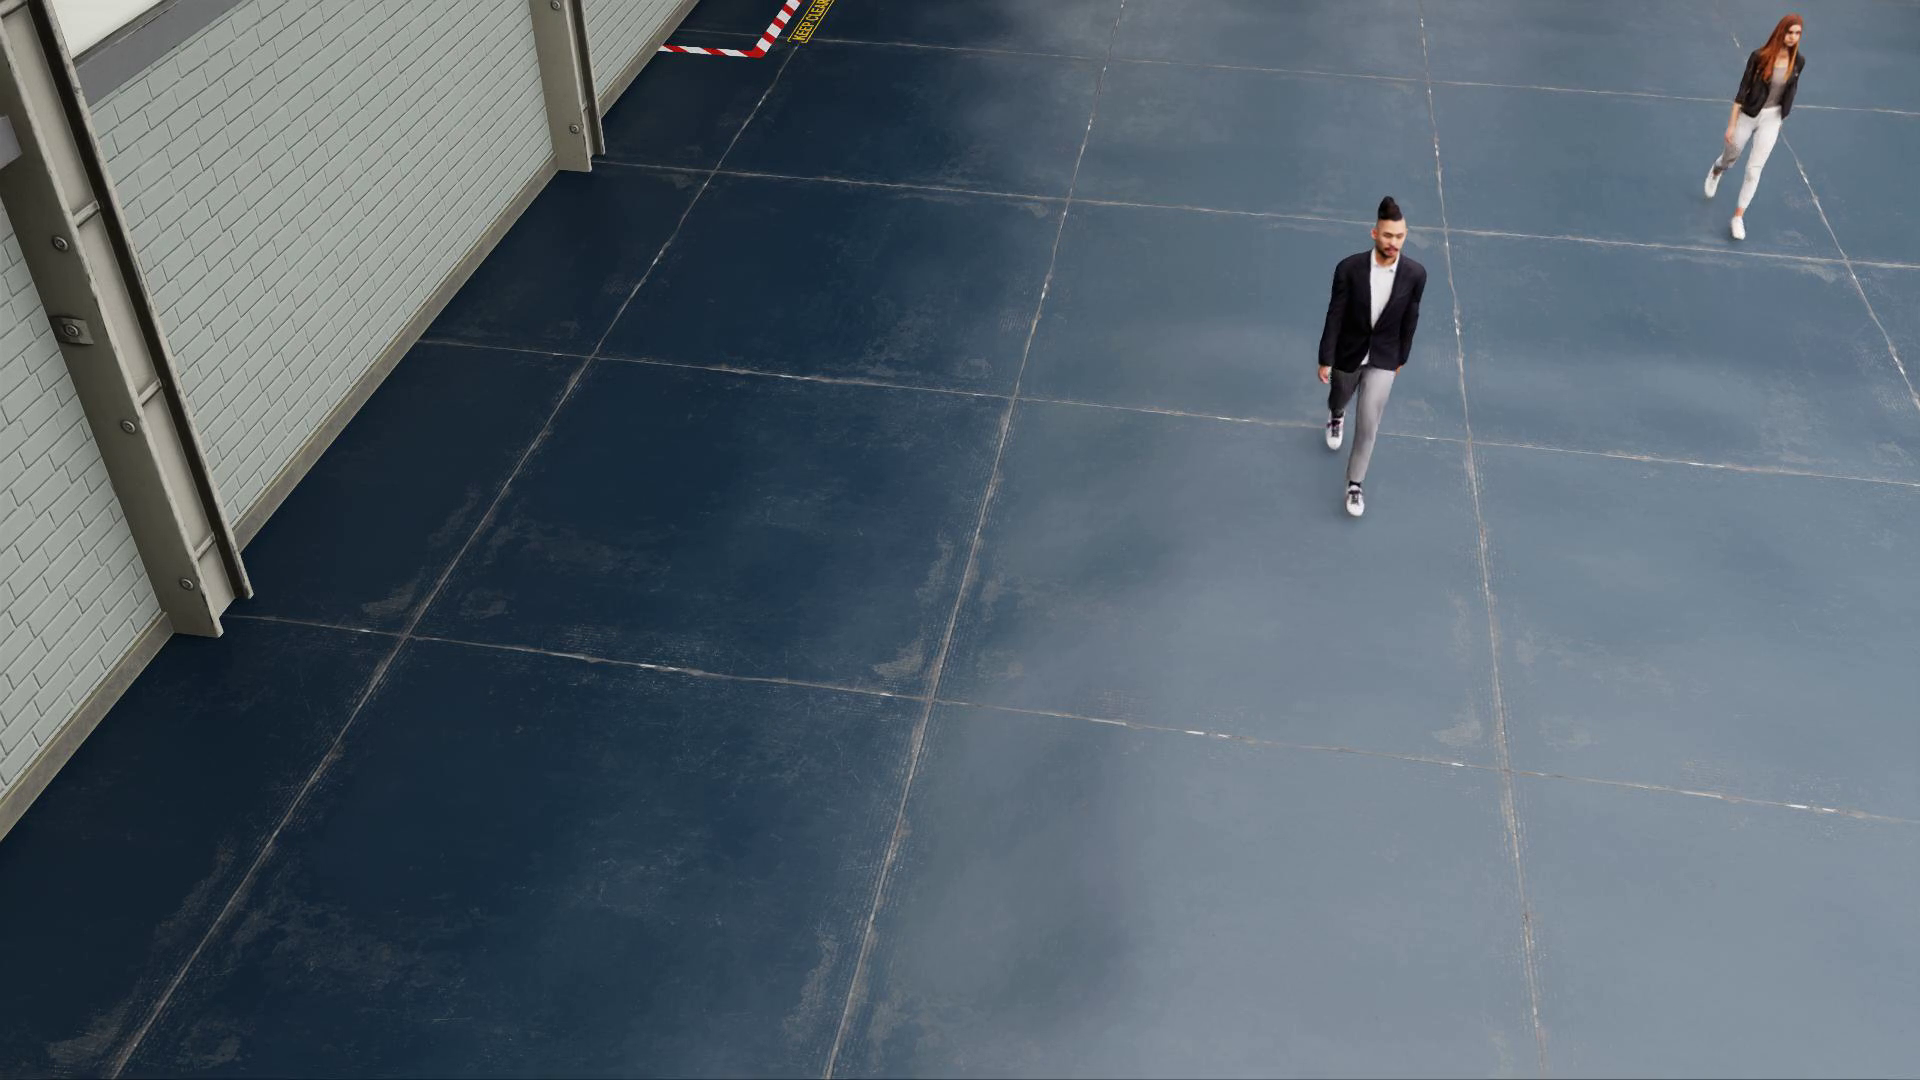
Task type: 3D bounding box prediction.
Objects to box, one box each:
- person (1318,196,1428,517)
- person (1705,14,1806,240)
[{"bbox_3d":[2.410,-1.178,9.962,0.717,1.916,1.197,8,39,10],"label":"person"},{"bbox_3d":[6.084,-3.229,12.773,0.597,1.682,1.035,7,39,8],"label":"person"}]
